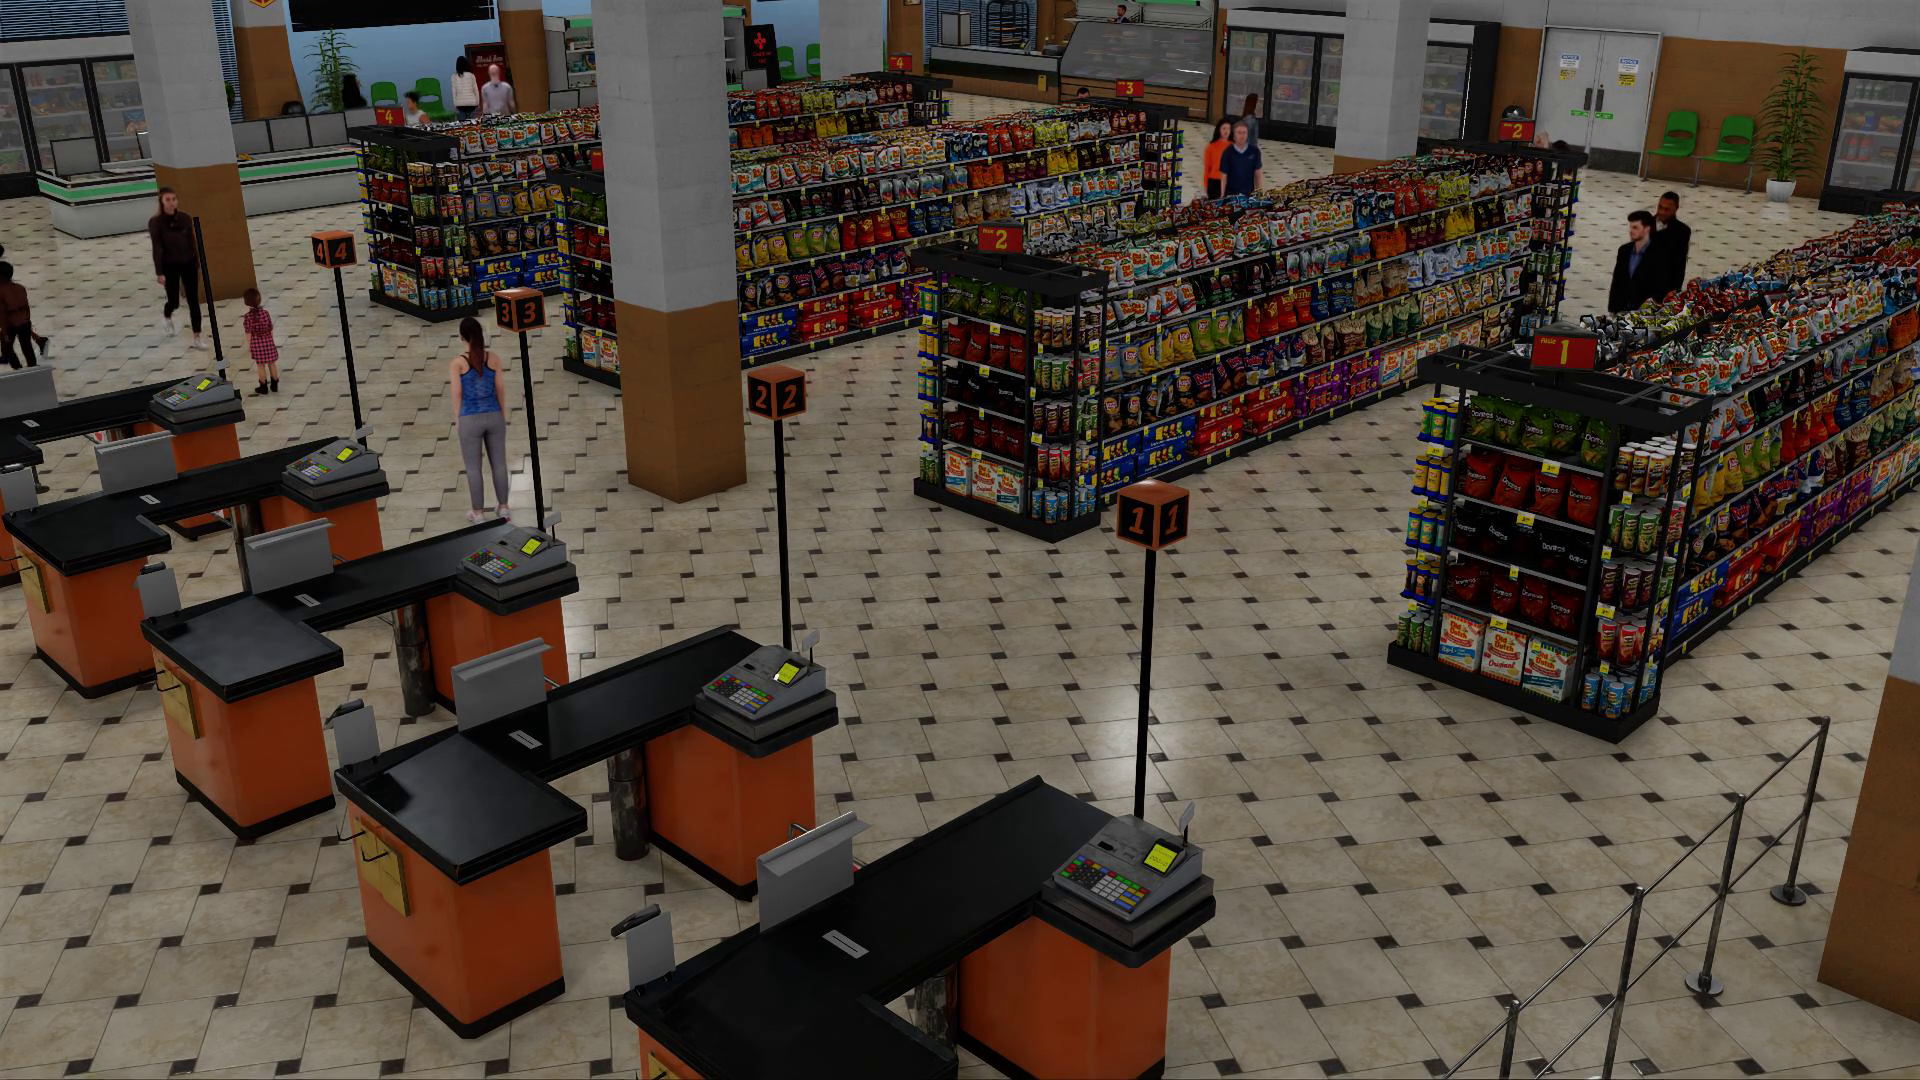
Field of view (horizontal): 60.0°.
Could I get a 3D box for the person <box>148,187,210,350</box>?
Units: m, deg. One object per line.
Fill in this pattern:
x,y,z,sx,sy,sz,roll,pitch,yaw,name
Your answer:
-8.206,-2.844,17.400,0.688,1.688,0.870,19,28,38,person

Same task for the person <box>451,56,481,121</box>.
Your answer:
-8.932,-7.917,30.094,0.664,1.638,0.762,-4,22,-11,person

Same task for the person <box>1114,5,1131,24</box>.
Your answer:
3.719,-11.421,38.506,0.564,1.868,0.623,-20,29,-41,person

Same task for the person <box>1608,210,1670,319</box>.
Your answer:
6.252,-2.097,15.303,1.060,1.865,0.783,-17,28,-36,person

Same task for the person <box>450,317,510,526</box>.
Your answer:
-3.656,-0.908,12.688,0.534,1.609,0.655,-14,26,-30,person

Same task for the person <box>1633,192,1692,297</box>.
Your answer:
6.799,-2.477,16.236,1.058,1.875,0.805,-17,28,-36,person

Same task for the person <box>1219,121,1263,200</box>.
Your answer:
3.474,-4.284,20.828,1.247,1.805,1.209,-3,22,-8,person

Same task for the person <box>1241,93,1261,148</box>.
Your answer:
4.166,-5.746,24.617,0.832,1.692,0.758,4,22,9,person

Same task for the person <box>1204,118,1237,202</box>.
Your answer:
3.407,-4.646,21.874,1.143,1.697,1.161,-2,22,-4,person

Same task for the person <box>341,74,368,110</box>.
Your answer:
-10.083,-6.873,27.550,0.655,1.596,1.005,19,29,39,person

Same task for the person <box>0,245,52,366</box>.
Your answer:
-9.628,-2.403,16.883,0.881,1.256,0.712,-8,23,-19,person

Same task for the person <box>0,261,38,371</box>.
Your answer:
-9.070,-2.065,16.054,0.642,1.247,0.505,11,25,26,person

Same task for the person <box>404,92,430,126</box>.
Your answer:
-7.801,-5.663,24.338,0.865,1.747,0.791,-14,26,-32,person

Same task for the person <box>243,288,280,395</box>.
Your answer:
-6.721,-1.913,15.978,0.381,1.021,0.485,-19,29,-40,person

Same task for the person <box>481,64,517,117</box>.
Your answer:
-7.468,-6.766,26.995,1.163,1.813,1.107,-5,22,-13,person
